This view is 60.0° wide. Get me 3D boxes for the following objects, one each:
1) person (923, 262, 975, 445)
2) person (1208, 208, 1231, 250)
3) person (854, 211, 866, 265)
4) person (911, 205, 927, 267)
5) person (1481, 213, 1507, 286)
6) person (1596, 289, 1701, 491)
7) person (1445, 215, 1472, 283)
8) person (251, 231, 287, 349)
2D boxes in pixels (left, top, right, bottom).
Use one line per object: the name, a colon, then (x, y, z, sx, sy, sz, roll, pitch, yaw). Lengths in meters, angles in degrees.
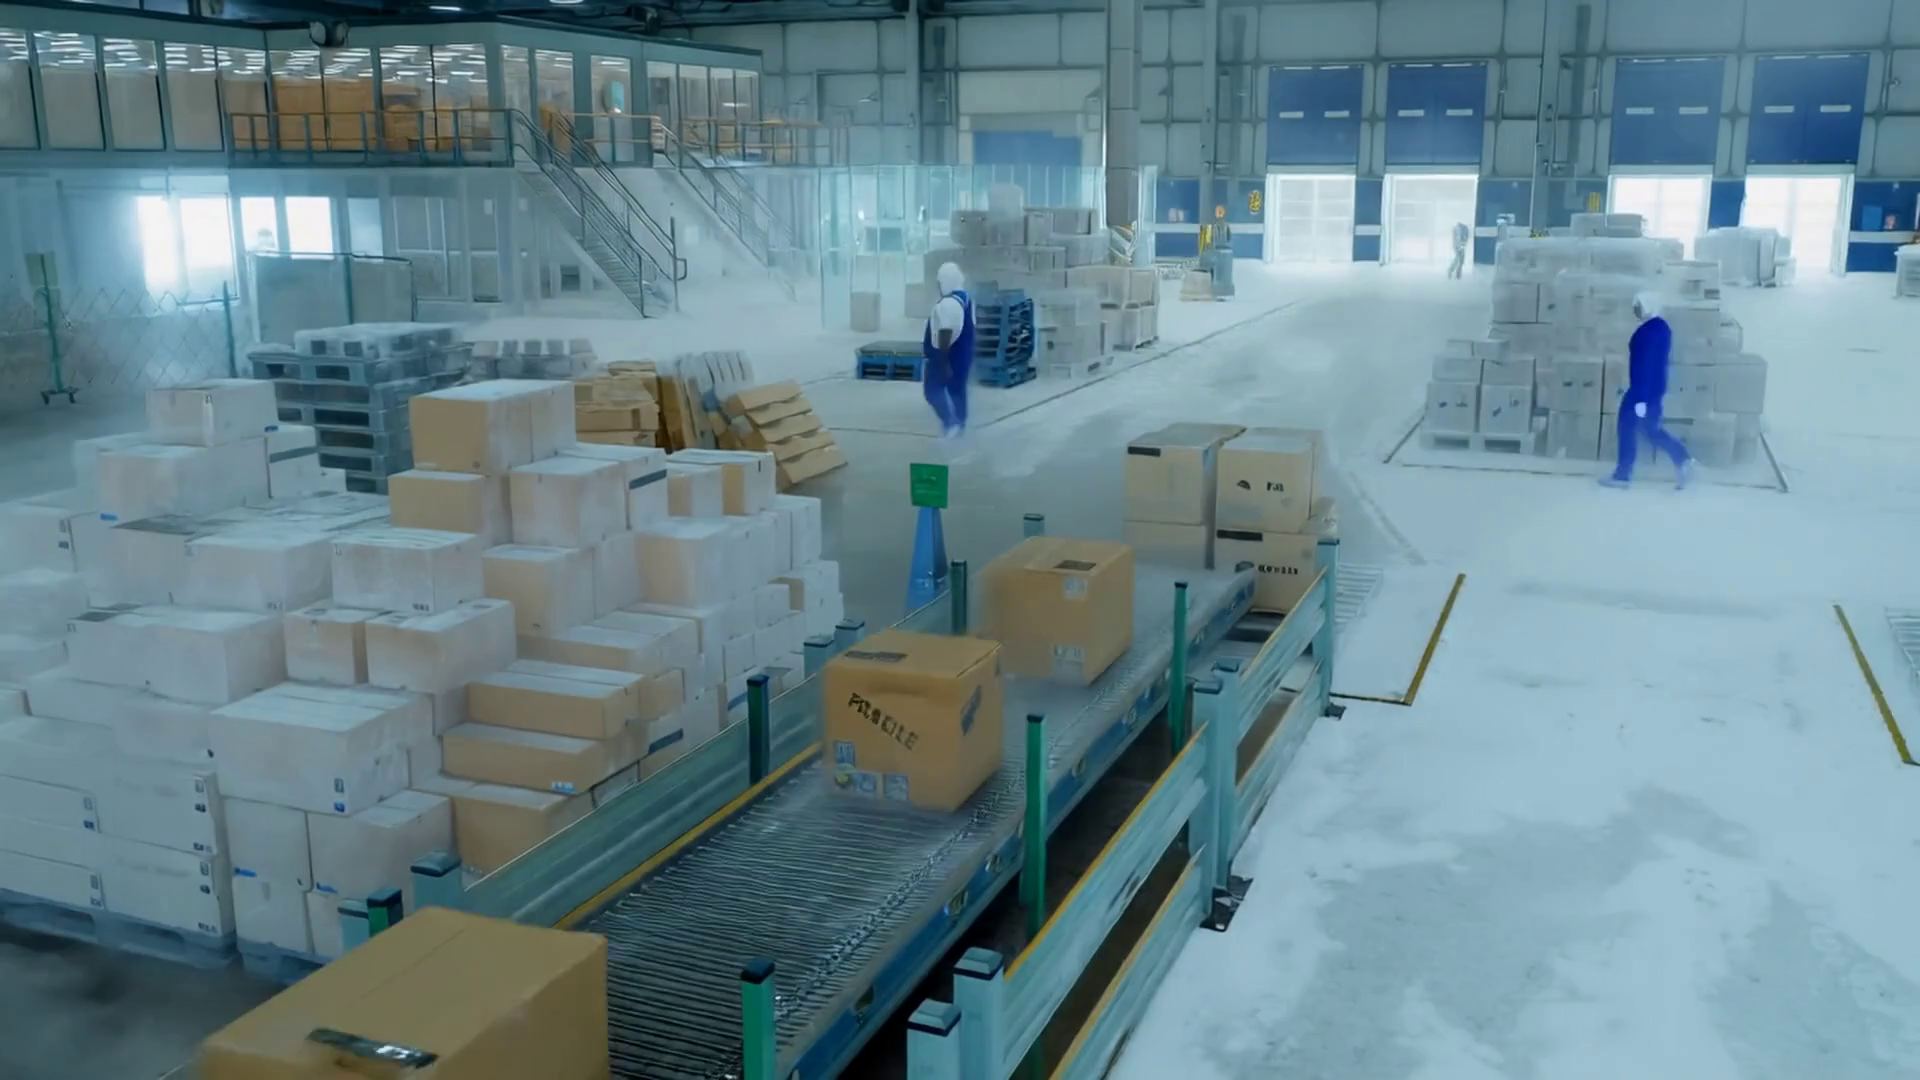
person: (-0.125, -2.036, 18.216, 0.537, 2.000, 0.690, 8, 15, 31)
person: (7.310, -8.375, 46.889, 0.628, 1.947, 1.020, 2, 13, 10)
person: (-3.212, -9.684, 53.299, 0.319, 1.697, 0.533, 5, 14, 22)
person: (-1.240, -9.503, 51.987, 0.551, 1.913, 0.583, -1, 13, -6)
person: (13.892, -7.507, 43.093, 0.828, 1.888, 0.635, 7, 14, 28)
person: (6.504, -1.381, 15.569, 0.833, 1.920, 0.640, 10, 16, 39)
person: (13.422, -7.814, 44.659, 0.698, 1.812, 0.454, -12, 17, -43)
person: (-11.195, -3.991, 26.997, 0.388, 2.036, 0.605, 5, 14, 22)
